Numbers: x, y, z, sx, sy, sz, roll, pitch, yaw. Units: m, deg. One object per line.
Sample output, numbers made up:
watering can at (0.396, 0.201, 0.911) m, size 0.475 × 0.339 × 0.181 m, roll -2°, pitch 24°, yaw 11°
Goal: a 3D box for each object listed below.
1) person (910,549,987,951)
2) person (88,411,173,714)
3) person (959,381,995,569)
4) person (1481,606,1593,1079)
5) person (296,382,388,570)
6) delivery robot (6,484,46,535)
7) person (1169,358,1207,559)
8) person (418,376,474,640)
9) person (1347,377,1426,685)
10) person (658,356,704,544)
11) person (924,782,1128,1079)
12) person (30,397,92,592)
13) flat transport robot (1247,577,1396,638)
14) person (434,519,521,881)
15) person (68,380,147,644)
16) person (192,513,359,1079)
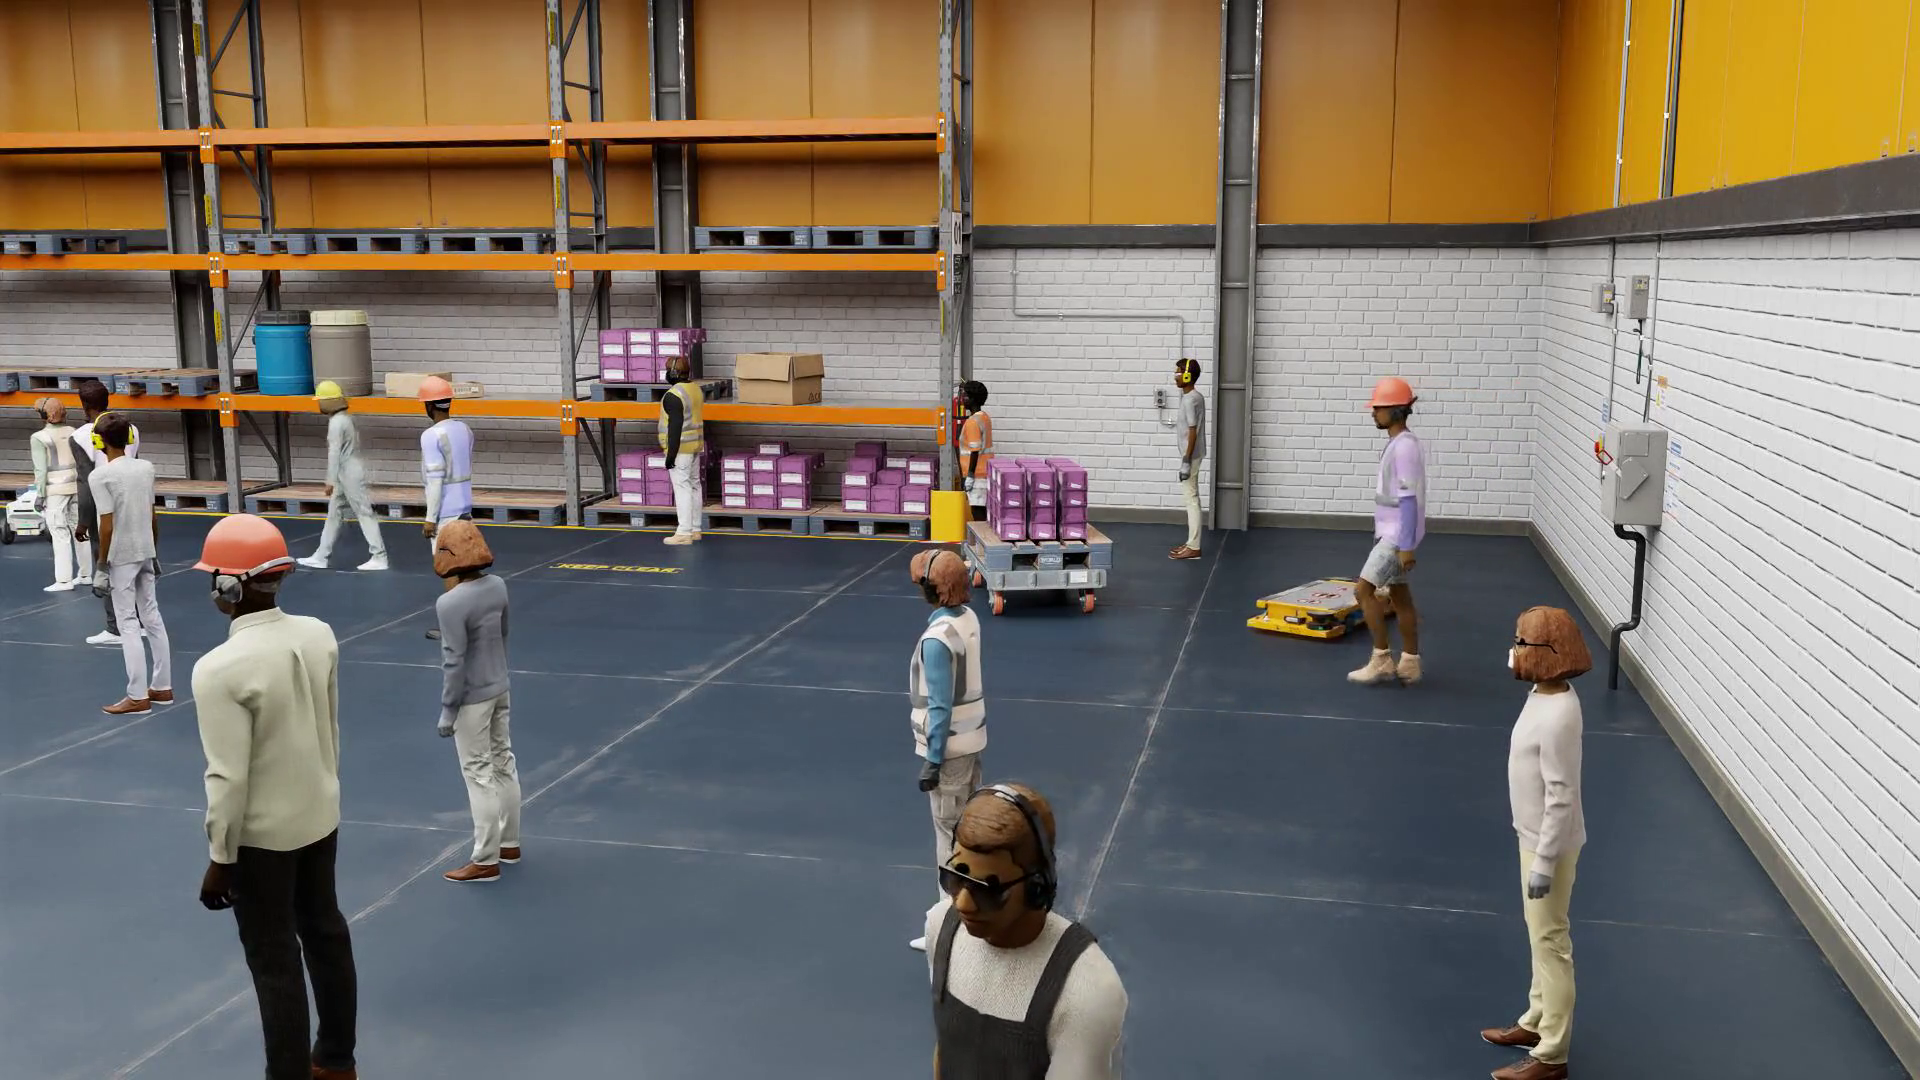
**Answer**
person at (-0.045, 0.844, 6.706) m, size 0.315 × 1.636 × 0.515 m, roll 2°, pitch 10°, yaw 14°
person at (-5.112, 0.142, 10.187) m, size 0.334 × 1.865 × 0.517 m, roll 2°, pitch 10°, yaw 14°
person at (0.155, -0.587, 14.998) m, size 0.322 × 1.697 × 0.536 m, roll 2°, pitch 10°, yaw 14°
person at (1.959, 1.028, 5.619) m, size 0.285 × 1.633 × 0.501 m, roll 2°, pitch 10°, yaw 14°
person at (-5.543, -0.554, 14.768) m, size 0.854 × 1.693 × 0.499 m, roll -3°, pitch 10°, yaw -17°
delivery robot at (-9.147, -0.310, 16.458) m, size 0.477 × 0.478 × 0.707 m, roll -2°, pitch 10°, yaw -12°
person at (2.118, -0.749, 15.451) m, size 0.334 × 1.870 × 0.517 m, roll 2°, pitch 10°, yaw 14°
person at (-3.770, -0.230, 12.185) m, size 0.375 × 1.934 × 0.547 m, roll 2°, pitch 10°, yaw 14°
person at (2.752, -0.041, 10.790) m, size 0.635 × 2.019 × 0.650 m, roll 2°, pitch 10°, yaw 12°
person at (-2.731, -0.875, 16.276) m, size 0.430 × 1.845 × 0.624 m, roll 2°, pitch 10°, yaw 14°
person at (0.071, 1.338, 3.243) m, size 0.524 × 1.812 × 0.683 m, roll 8°, pitch 12°, yaw 38°
person at (-7.546, -0.382, 13.951) m, size 0.315 × 1.641 × 0.515 m, roll 2°, pitch 10°, yaw 14°
flat transport robot at (2.840, 0.505, 12.748) m, size 0.652 × 0.197 × 1.431 m, roll 8°, pitch 12°, yaw 38°
person at (-2.177, 0.718, 7.460) m, size 0.285 × 1.631 × 0.501 m, roll 2°, pitch 10°, yaw 14°
person at (-6.160, -0.200, 12.059) m, size 0.398 × 1.917 × 0.590 m, roll 2°, pitch 10°, yaw 14°
person at (-2.191, 0.904, 5.283) m, size 0.392 × 1.995 × 0.612 m, roll 2°, pitch 10°, yaw 14°
